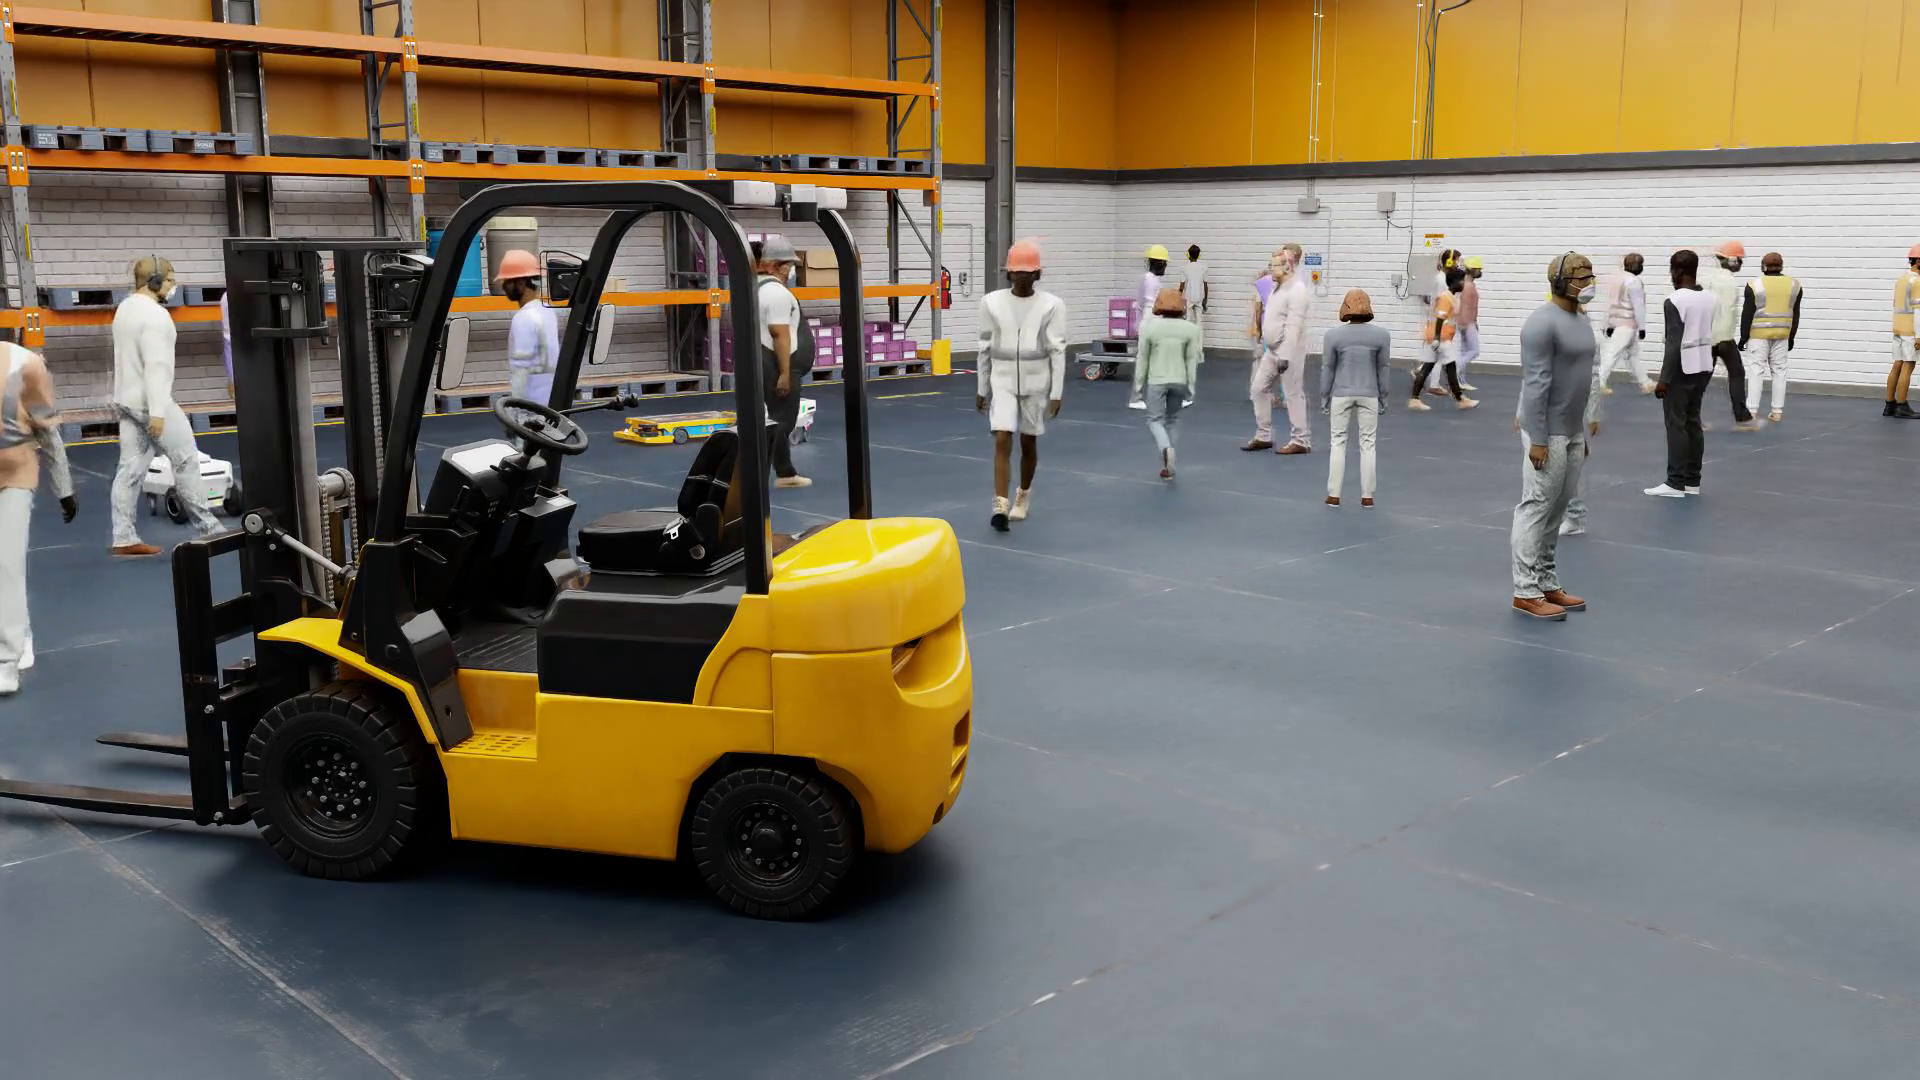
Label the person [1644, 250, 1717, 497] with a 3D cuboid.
[{"bbox_3d":[5.620,-1.285,12.903,0.597,1.910,0.380,-8,13,-37],"label":"person"}]

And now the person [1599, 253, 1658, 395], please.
[{"bbox_3d":[8.497,-2.724,21.074,0.985,1.790,0.648,0,10,1],"label":"person"}]

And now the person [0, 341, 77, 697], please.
[{"bbox_3d":[-4.334,-0.257,7.452,0.633,1.872,1.016,-2,11,-11],"label":"person"}]

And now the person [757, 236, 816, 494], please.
[{"bbox_3d":[-1.449,-1.391,13.127,0.628,2.000,0.692,-4,11,-22],"label":"person"}]

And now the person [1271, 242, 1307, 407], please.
[{"bbox_3d":[3.900,-2.535,19.647,0.372,1.940,0.632,1,10,3],"label":"person"}]

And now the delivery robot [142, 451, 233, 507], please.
[{"bbox_3d":[-5.554,-0.475,11.935,0.707,0.478,0.477,7,13,34],"label":"delivery robot"}]

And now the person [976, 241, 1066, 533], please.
[{"bbox_3d":[0.408,-1.049,11.434,0.628,1.973,1.081,1,10,5],"label":"person"}]

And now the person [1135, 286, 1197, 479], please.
[{"bbox_3d":[1.709,-1.262,13.617,0.508,1.614,0.648,-2,11,-9],"label":"person"}]

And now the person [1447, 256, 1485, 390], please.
[{"bbox_3d":[6.648,-2.814,21.677,0.355,1.751,0.527,3,11,14],"label":"person"}]

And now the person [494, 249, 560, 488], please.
[{"bbox_3d":[-2.737,-0.874,10.603,0.380,1.933,0.556,0,10,2],"label":"person"}]

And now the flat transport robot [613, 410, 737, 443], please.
[{"bbox_3d":[-2.657,-1.134,16.558,1.431,0.197,0.652,-8,13,-39],"label":"flat transport robot"}]

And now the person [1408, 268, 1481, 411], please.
[{"bbox_3d":[5.592,-2.288,19.093,0.853,1.634,0.526,2,11,10],"label":"person"}]

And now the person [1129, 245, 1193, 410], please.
[{"bbox_3d":[2.324,-2.431,19.164,0.779,1.899,0.615,1,10,3],"label":"person"}]

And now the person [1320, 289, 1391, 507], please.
[{"bbox_3d":[2.943,-1.050,12.412,0.504,1.629,0.280,2,11,9],"label":"person"}]

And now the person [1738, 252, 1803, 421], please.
[{"bbox_3d":[8.818,-2.212,18.171,0.621,1.838,0.429,0,10,2],"label":"person"}]

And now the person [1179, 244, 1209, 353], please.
[{"bbox_3d":[3.798,-3.878,27.161,0.514,1.872,0.324,-2,11,-10],"label":"person"}]

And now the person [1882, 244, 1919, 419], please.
[{"bbox_3d":[10.553,-2.312,18.439,0.366,1.933,0.551,1,10,6],"label":"person"}]

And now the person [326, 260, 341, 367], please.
[{"bbox_3d":[-4.755,-1.336,13.112,0.357,1.937,0.551,-4,11,-23],"label":"person"}]

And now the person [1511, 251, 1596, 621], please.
[{"bbox_3d":[3.178,-0.556,8.855,0.372,1.940,0.627,9,14,40],"label":"person"}]

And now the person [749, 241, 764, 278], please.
[{"bbox_3d":[-2.033,-2.022,16.773,0.367,1.966,0.606,-1,10,-4],"label":"person"}]

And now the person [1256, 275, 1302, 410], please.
[{"bbox_3d":[3.706,-2.432,19.361,0.563,1.838,0.389,6,12,28],"label":"person"}]

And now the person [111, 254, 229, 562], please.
[{"bbox_3d":[-4.991,-0.835,10.479,0.639,1.896,0.909,9,14,41],"label":"person"}]

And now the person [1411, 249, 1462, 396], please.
[{"bbox_3d":[6.044,-2.746,21.035,0.493,1.849,0.572,4,11,20],"label":"person"}]

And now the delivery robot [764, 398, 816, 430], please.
[{"bbox_3d":[-1.779,-1.271,16.271,0.707,0.478,0.477,3,11,16],"label":"delivery robot"}]

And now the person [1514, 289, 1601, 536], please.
[{"bbox_3d":[3.907,-0.834,11.001,0.886,1.696,0.500,-7,13,-35],"label":"person"}]

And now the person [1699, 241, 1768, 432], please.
[{"bbox_3d":[7.976,-2.093,17.184,0.921,1.954,0.648,0,10,1],"label":"person"}]

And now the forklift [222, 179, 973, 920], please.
[{"bbox_3d":[-1.114,-0.058,5.440,2.313,2.155,1.214,2,11,13],"label":"forklift"}]

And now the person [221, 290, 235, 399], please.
[{"bbox_3d":[-5.414,-1.336,12.994,0.623,1.993,0.949,-5,11,-25],"label":"person"}]

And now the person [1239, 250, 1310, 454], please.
[{"bbox_3d":[2.918,-1.719,15.342,0.704,1.880,0.672,-2,11,-11],"label":"person"}]

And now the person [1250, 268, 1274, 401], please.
[{"bbox_3d":[3.748,-2.493,20.288,0.406,1.624,0.550,5,11,24],"label":"person"}]
